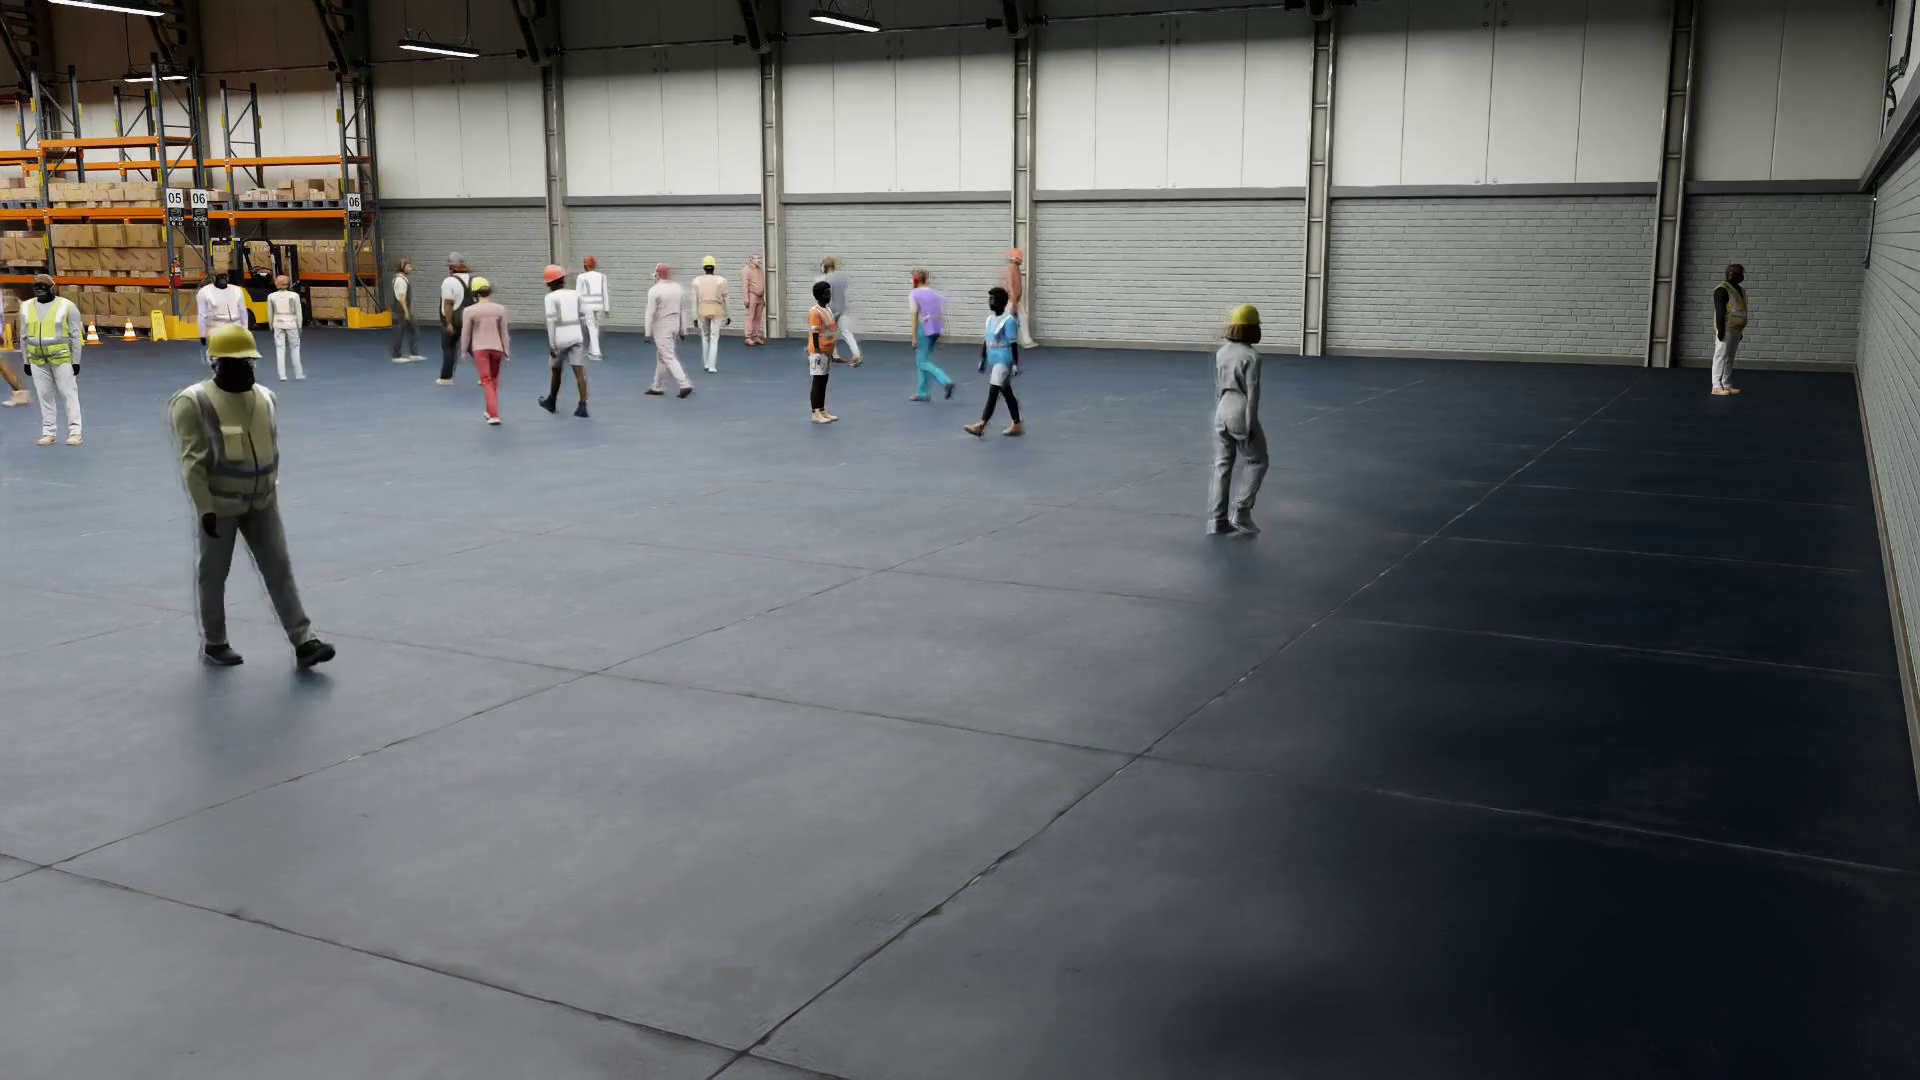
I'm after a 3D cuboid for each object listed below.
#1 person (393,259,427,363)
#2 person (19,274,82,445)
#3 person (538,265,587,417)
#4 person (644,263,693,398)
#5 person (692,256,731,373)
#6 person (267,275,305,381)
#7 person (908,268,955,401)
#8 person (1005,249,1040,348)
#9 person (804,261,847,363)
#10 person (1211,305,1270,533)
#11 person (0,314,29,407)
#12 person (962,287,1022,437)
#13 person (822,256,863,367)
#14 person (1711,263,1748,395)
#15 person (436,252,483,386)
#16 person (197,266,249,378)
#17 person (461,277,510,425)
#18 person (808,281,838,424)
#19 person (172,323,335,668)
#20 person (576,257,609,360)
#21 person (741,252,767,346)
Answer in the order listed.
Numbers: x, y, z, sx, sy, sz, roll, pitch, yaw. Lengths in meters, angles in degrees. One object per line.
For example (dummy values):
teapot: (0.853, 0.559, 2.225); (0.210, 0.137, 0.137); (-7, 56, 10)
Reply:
person: (-9.698, -4.021, 29.255); (0.726, 1.820, 0.535); (-2, 11, -11)
person: (-9.727, -1.922, 17.806); (0.629, 1.837, 0.430); (-1, 10, -3)
person: (-4.964, -2.483, 20.754); (0.584, 1.856, 1.006); (-10, 14, -42)
person: (-4.070, -2.910, 23.119); (0.984, 1.865, 0.664); (6, 12, 29)
person: (-4.089, -3.720, 27.447); (0.597, 1.889, 0.913); (1, 10, 4)
person: (-10.422, -3.277, 25.736); (0.515, 1.639, 0.349); (-1, 10, -5)
person: (-0.388, -2.739, 22.315); (0.712, 1.809, 0.596); (7, 12, 32)
person: (1.189, -4.733, 32.751); (0.887, 1.960, 0.659); (5, 11, 25)
person: (-2.350, -3.992, 29.054); (0.732, 1.843, 0.543); (-4, 11, -20)
person: (2.100, -0.896, 12.490); (0.466, 1.726, 0.498); (-7, 13, -35)
person: (-12.739, -2.706, 21.652); (1.040, 1.986, 0.629); (-2, 11, -13)
person: (0.353, -1.961, 18.449); (0.849, 1.655, 0.551); (-5, 11, -25)
person: (-2.108, -3.897, 28.432); (1.029, 1.893, 0.617); (7, 12, 33)
person: (10.874, -2.969, 23.475); (0.626, 1.846, 0.429); (-9, 14, -40)
person: (-7.425, -3.316, 24.825); (0.988, 2.000, 0.691); (6, 12, 30)
person: (-10.085, -2.837, 22.827); (0.465, 1.822, 0.623); (9, 14, 41)
person: (-5.698, -2.257, 19.858); (0.542, 1.728, 0.845); (-8, 13, -37)
person: (-1.649, -2.247, 19.935); (0.317, 1.696, 0.538); (2, 11, 13)
person: (-3.647, -0.198, 8.509); (0.912, 1.788, 0.599); (7, 13, 35)
person: (-6.722, -4.181, 30.071); (0.605, 1.849, 0.860); (-10, 14, -44)
person: (-4.175, -4.917, 33.924); (0.403, 1.906, 0.652); (6, 12, 29)
